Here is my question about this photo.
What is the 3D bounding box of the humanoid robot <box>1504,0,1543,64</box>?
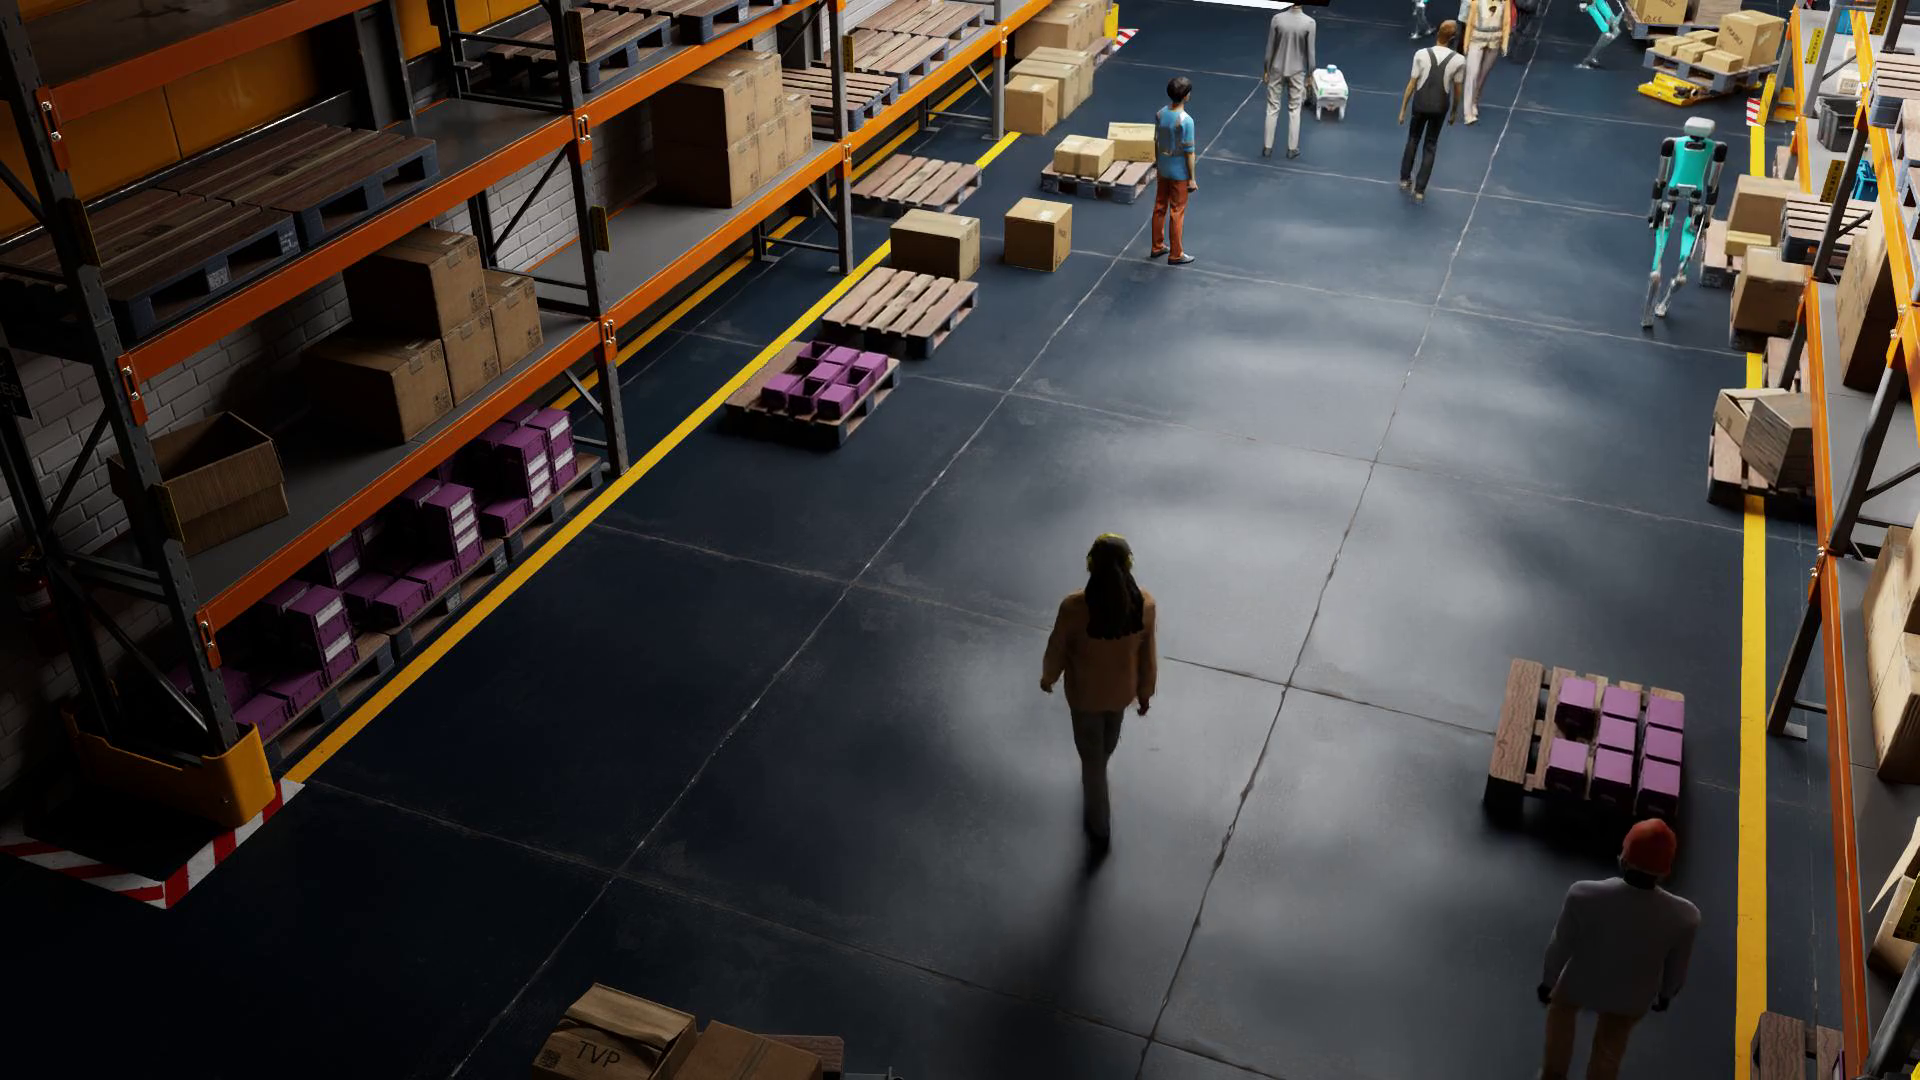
[{"bbox_3d":[7.142,-6.857,20.917,0.393,1.640,0.606,-8,34,-12],"label":"humanoid robot"}]

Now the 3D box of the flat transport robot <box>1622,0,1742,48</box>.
[{"bbox_3d":[9.329,-6.578,21.773,0.659,0.231,1.431,6,33,9],"label":"flat transport robot"}]

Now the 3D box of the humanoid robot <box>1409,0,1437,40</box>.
[{"bbox_3d":[6.070,-7.289,21.517,0.974,1.727,0.540,-28,42,-36],"label":"humanoid robot"}]

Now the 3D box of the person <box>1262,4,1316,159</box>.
[{"bbox_3d":[3.531,-5.036,17.895,0.552,1.891,0.396,9,34,13],"label":"person"}]

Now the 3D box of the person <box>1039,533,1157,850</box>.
[{"bbox_3d":[0.725,0.726,9.018,0.575,1.834,0.908,-7,34,-11],"label":"person"}]

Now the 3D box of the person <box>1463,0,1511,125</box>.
[{"bbox_3d":[5.993,-5.603,18.926,0.450,1.724,0.892,1,33,1],"label":"person"}]

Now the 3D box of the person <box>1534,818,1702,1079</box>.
[{"bbox_3d":[2.846,1.904,7.286,0.587,1.740,0.490,9,34,13],"label":"person"}]

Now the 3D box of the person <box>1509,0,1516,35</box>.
[{"bbox_3d":[7.200,-7.634,22.062,0.517,1.720,0.782,-23,39,-31],"label":"person"}]

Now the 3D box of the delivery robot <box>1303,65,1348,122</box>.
[{"bbox_3d":[4.314,-5.249,19.448,0.499,0.590,0.793,2,33,3],"label":"delivery robot"}]

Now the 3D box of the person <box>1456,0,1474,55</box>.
[{"bbox_3d":[6.466,-6.713,20.671,0.528,1.688,0.322,16,36,23],"label":"person"}]

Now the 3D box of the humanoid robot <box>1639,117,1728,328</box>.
[{"bbox_3d":[6.218,-2.652,14.443,0.543,1.884,0.783,12,35,18],"label":"humanoid robot"}]

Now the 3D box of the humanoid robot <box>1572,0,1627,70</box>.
[{"bbox_3d":[7.999,-6.730,20.615,0.538,1.750,0.739,-27,41,-35],"label":"humanoid robot"}]

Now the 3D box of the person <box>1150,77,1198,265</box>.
[{"bbox_3d":[2.013,-3.445,15.540,0.324,1.770,0.487,-23,40,-32],"label":"person"}]

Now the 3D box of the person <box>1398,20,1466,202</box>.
[{"bbox_3d":[4.794,-4.411,17.003,0.577,1.804,0.708,9,34,14],"label":"person"}]

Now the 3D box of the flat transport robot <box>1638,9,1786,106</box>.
[{"bbox_3d":[8.991,-5.543,20.170,1.431,0.231,0.659,-17,37,-24],"label":"flat transport robot"}]
